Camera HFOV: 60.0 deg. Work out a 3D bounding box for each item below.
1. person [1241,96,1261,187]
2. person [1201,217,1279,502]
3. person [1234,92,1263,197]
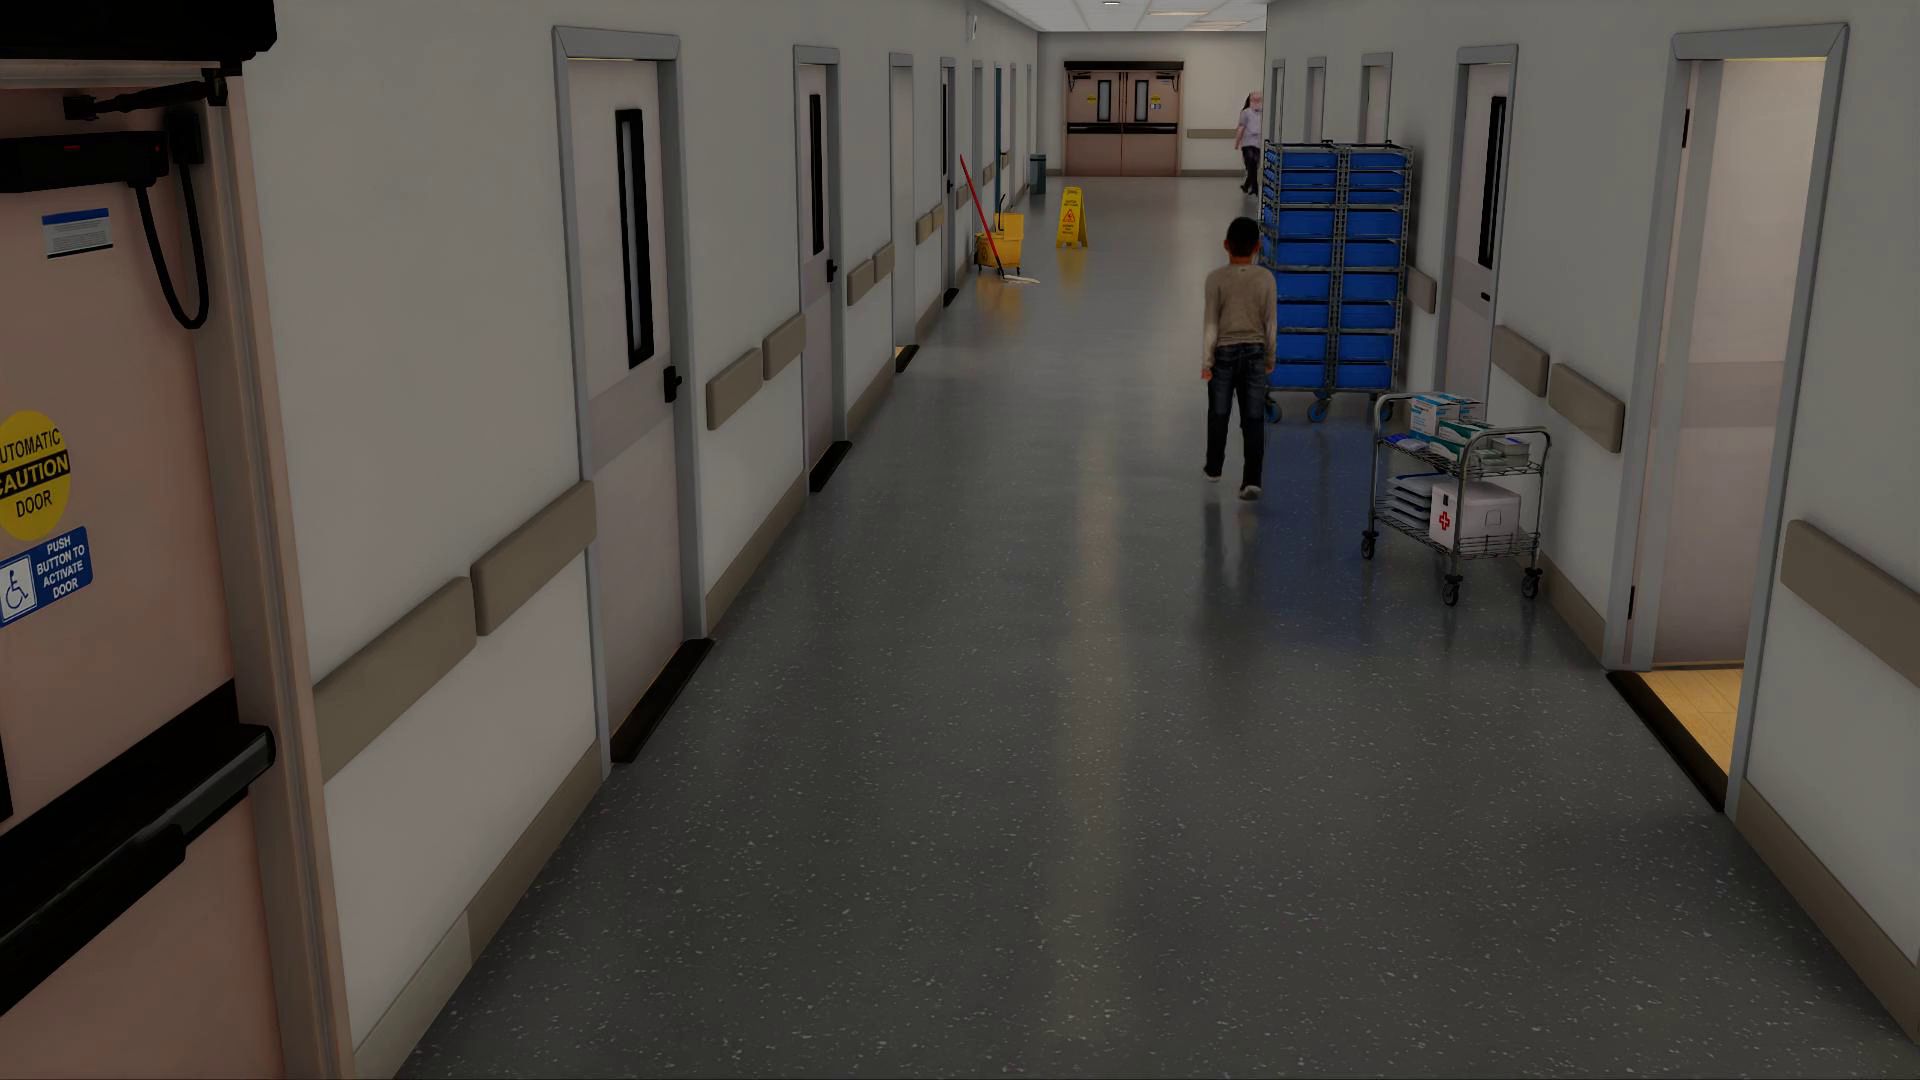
[{"bbox_3d":[5.655,-7.741,32.256,0.774,1.755,0.959,6,17,22],"label":"person"},{"bbox_3d":[1.459,-0.905,8.592,0.618,1.439,1.033,0,16,-1],"label":"person"},{"bbox_3d":[5.192,-6.954,29.414,0.970,1.784,1.283,-4,16,-15],"label":"person"}]
